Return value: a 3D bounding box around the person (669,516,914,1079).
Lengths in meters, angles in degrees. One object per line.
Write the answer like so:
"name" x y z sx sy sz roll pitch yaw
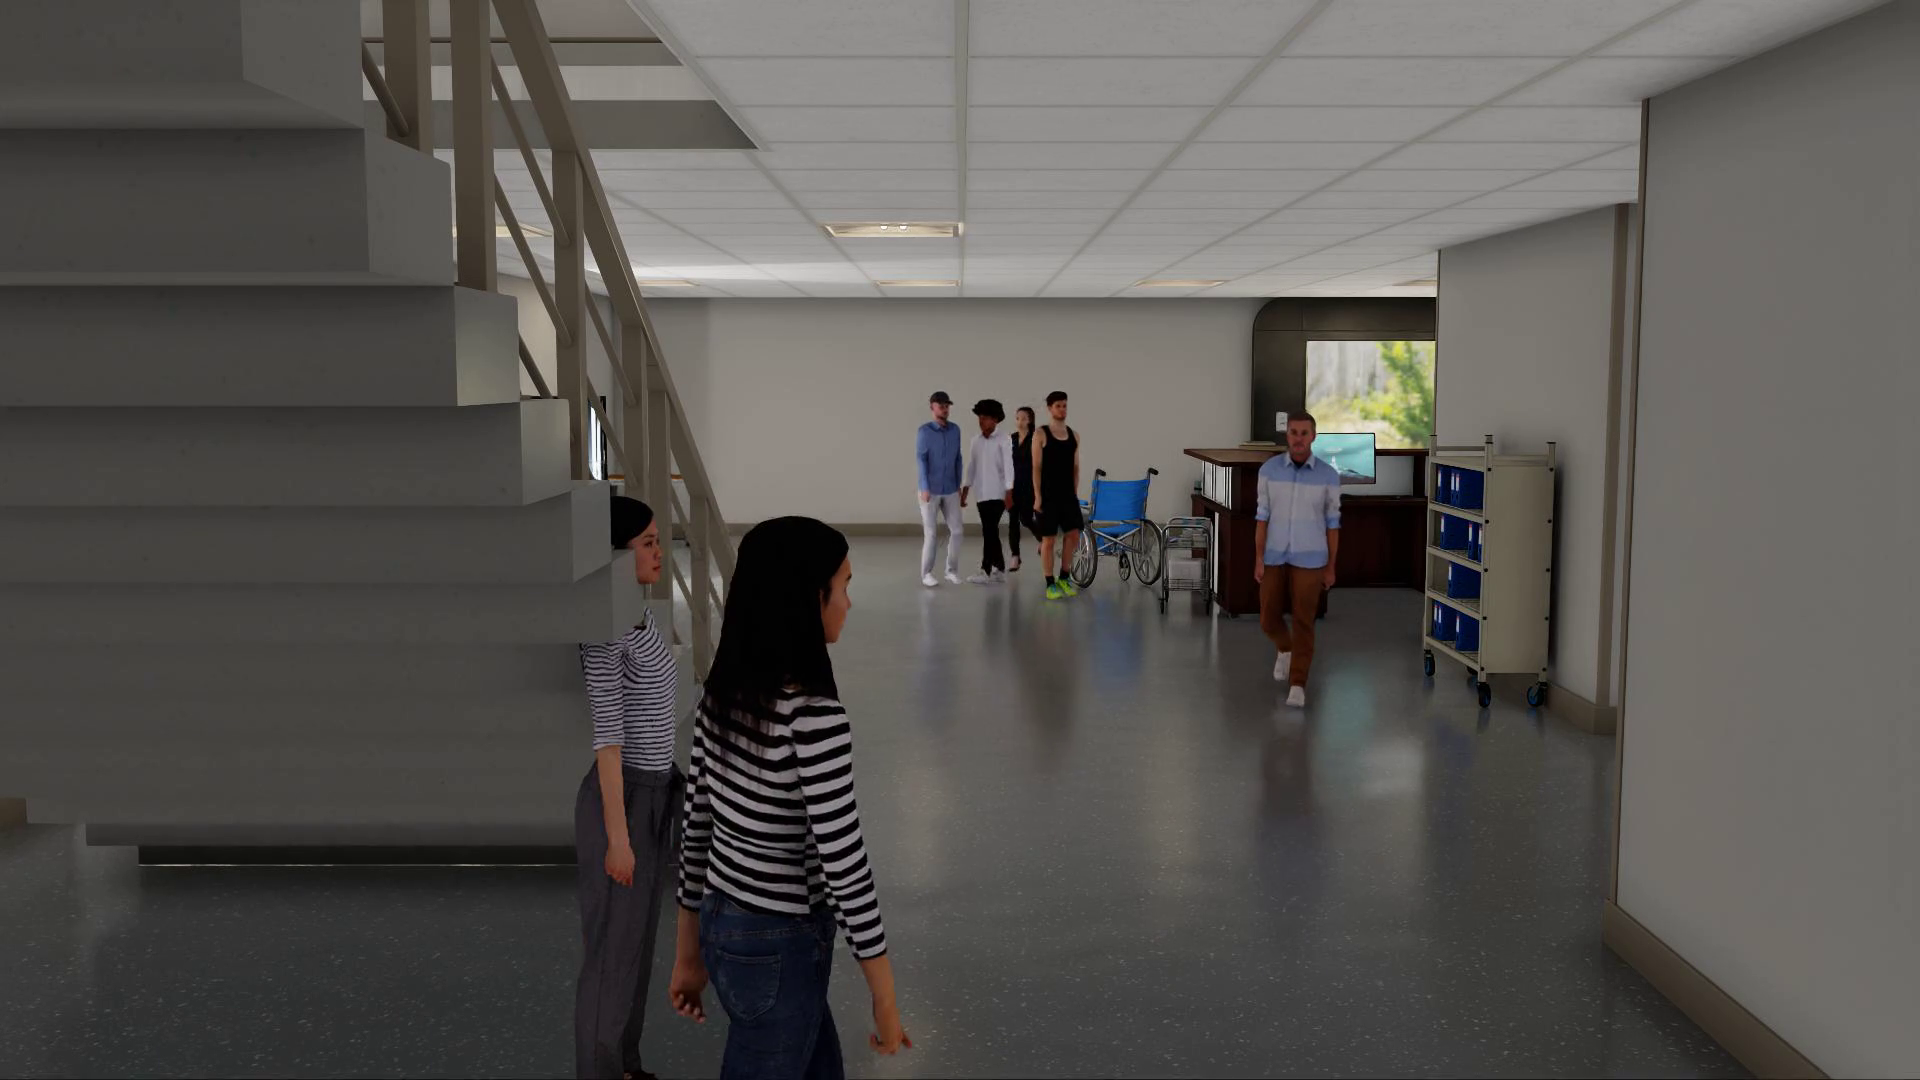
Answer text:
"person" -0.440 0.866 3.107 1.011 1.760 1.006 -4 7 -38

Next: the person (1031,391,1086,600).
"person" 0.832 -0.398 15.078 0.777 1.878 0.766 -2 6 -21

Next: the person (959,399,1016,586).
"person" 0.349 -0.462 16.147 0.920 1.792 0.989 5 8 43

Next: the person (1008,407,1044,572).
"person" 0.703 -0.517 17.173 0.882 1.696 0.968 5 7 38

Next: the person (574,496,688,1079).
"person" -0.920 0.741 4.485 0.649 1.733 0.444 0 6 1

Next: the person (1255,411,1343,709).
"person" 2.088 0.108 10.374 0.880 1.813 1.025 2 6 21

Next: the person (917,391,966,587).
"person" -0.240 -0.484 15.990 0.874 1.867 0.915 -3 7 -28
